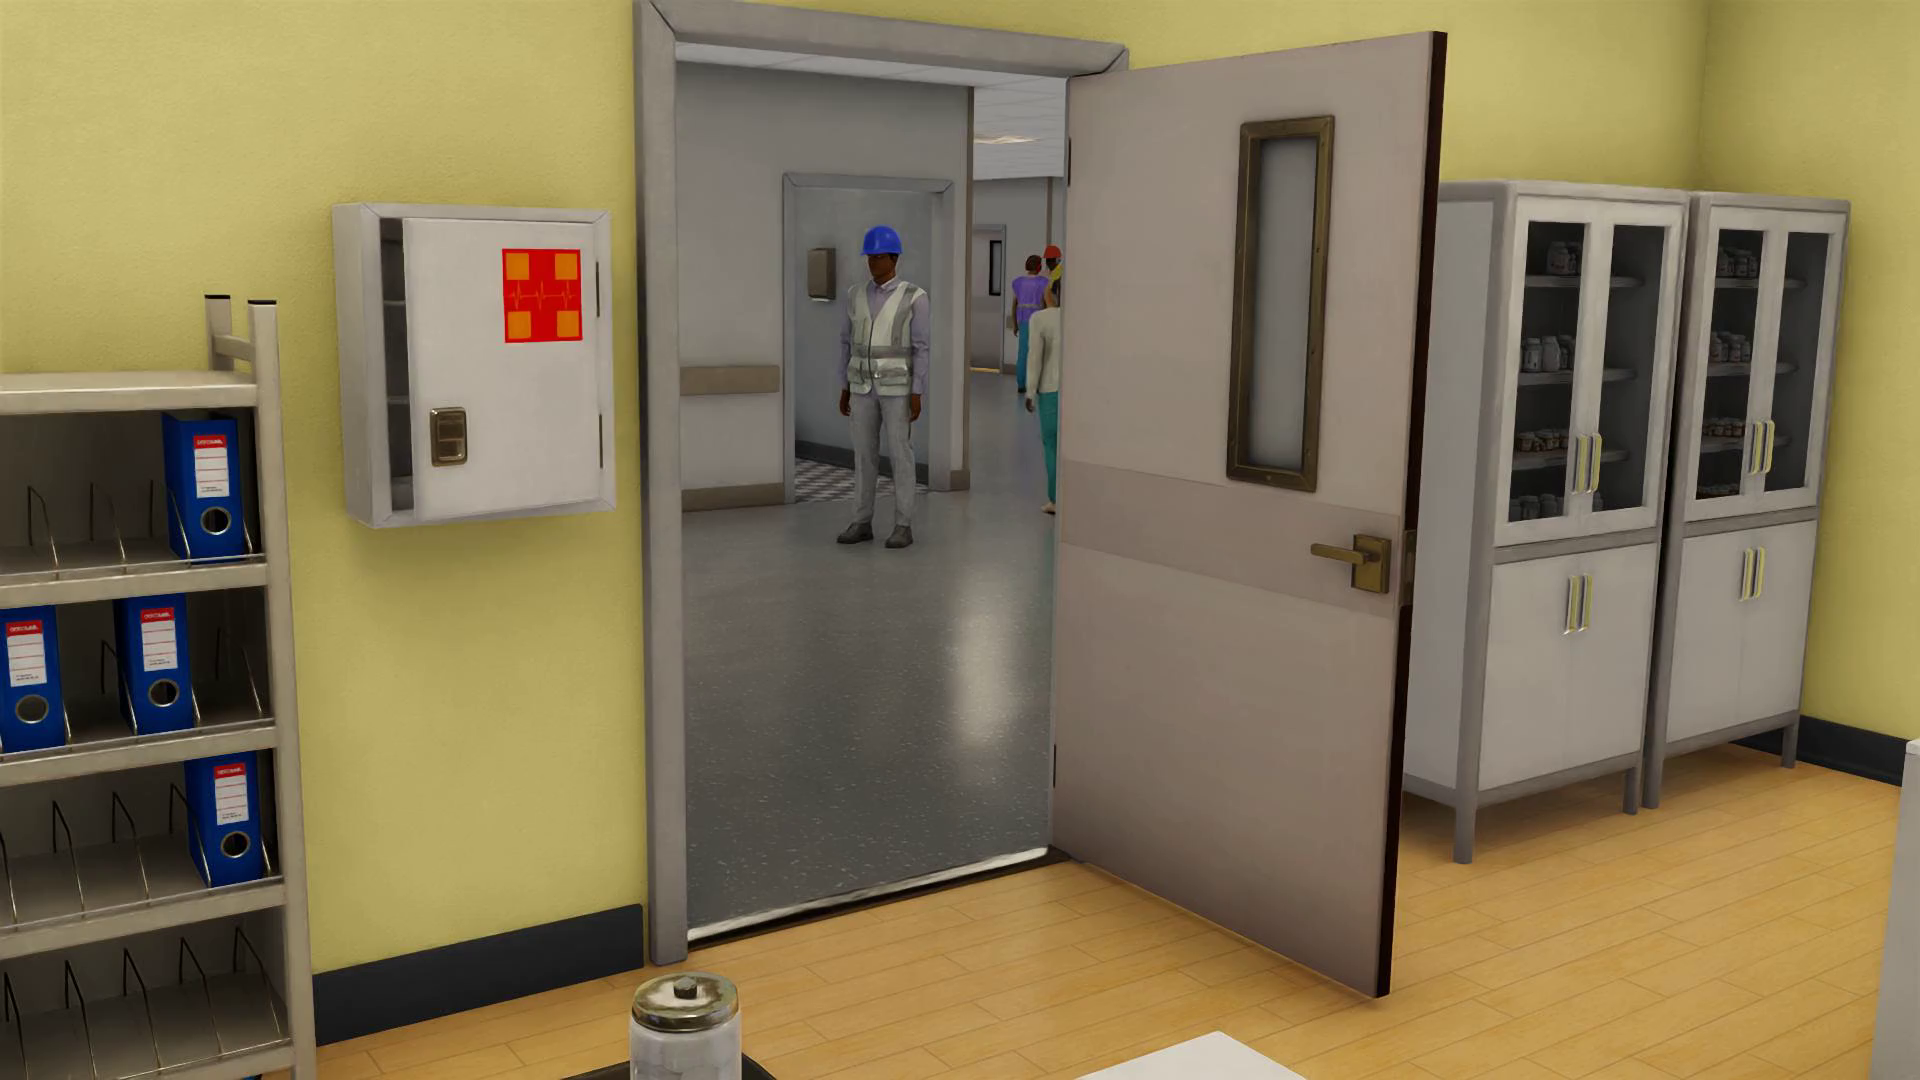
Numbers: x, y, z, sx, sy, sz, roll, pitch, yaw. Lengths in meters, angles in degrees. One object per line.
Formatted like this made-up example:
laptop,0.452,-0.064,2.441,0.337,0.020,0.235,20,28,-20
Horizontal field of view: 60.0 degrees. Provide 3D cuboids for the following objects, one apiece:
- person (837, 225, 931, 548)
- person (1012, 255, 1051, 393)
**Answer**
person,-0.473,-0.926,10.130,0.603,1.949,0.384,5,10,25
person,0.955,-2.874,22.202,0.564,1.846,0.389,5,10,22
